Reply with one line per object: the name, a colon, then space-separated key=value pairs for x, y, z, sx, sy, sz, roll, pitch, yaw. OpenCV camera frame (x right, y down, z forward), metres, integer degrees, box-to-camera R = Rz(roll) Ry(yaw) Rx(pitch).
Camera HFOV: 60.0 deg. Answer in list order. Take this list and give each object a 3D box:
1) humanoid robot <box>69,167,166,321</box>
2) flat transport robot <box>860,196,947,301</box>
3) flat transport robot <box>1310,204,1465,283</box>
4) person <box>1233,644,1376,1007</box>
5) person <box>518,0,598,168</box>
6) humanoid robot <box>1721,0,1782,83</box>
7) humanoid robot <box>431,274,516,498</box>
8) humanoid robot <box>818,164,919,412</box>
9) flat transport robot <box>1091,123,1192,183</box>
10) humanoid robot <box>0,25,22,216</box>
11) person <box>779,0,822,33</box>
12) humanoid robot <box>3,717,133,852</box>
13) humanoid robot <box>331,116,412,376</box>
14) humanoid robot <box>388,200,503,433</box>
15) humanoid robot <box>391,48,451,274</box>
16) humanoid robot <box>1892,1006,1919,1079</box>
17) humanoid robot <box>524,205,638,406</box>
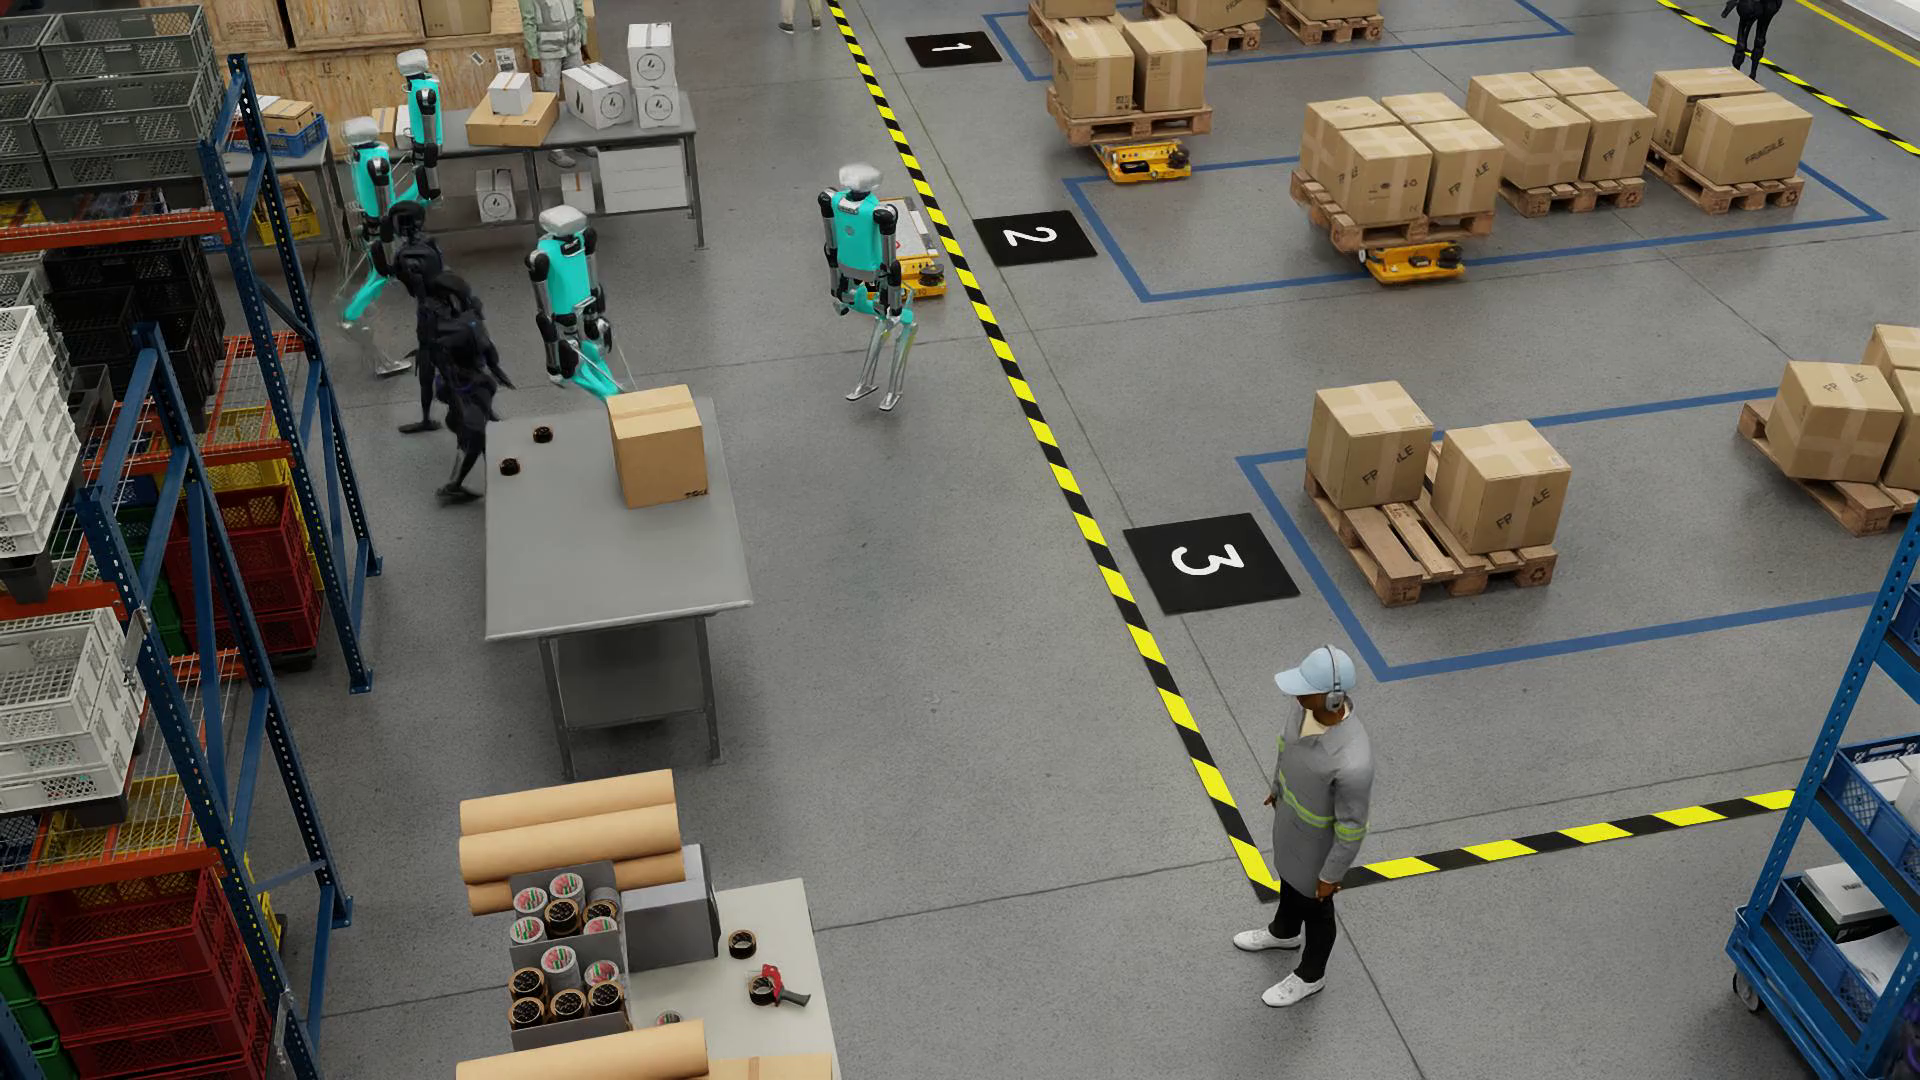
humanoid robot: x=-5.331 y=-1.679 z=10.667 sx=0.760 sy=1.626 sz=0.609 roll=12 pitch=38 yaw=16
flat transport robot: x=-0.570 y=-2.220 z=12.538 sx=0.659 sy=0.231 sz=1.431 roll=-8 pitch=37 yaw=-10
flat transport robot: x=3.259 y=-2.412 z=12.772 sx=0.652 sy=0.197 sz=1.431 roll=-8 pitch=37 yaw=-10
person: x=1.374 y=1.150 z=6.681 sx=0.398 sy=1.850 sz=0.595 roll=-8 pitch=37 yaw=-11
person: x=-3.267 y=-4.013 z=13.552 sx=0.412 sy=1.939 sz=0.602 roll=26 pitch=44 yaw=31
humanoid robot: x=7.166 y=-4.885 z=14.925 sx=0.599 sy=1.659 sz=0.315 roll=-15 pitch=39 yaw=-19
humanoid robot: x=-2.843 y=-0.841 z=9.550 sx=0.637 sy=1.646 sz=0.630 roll=7 pitch=37 yaw=9
humanoid robot: x=-0.483 y=-1.628 z=10.399 sx=0.533 sy=1.677 sz=0.735 roll=20 pitch=41 yaw=25
flat transport robot: x=1.432 y=-3.442 z=14.156 sx=0.652 sy=0.197 sz=1.431 roll=-8 pitch=37 yaw=-10
humanoid robot: x=-7.241 y=-3.220 z=12.744 sx=0.802 sy=1.611 sz=0.610 roll=-8 pitch=37 yaw=-11
person: x=-1.594 y=-5.815 z=16.110 sx=0.574 sy=1.767 sz=0.398 roll=-13 pitch=38 yaw=-16
humanoid robot: x=-4.008 y=0.865 z=7.241 sx=0.812 sy=1.857 sz=0.550 roll=-5 pitch=37 yaw=-6
humanoid robot: x=-3.905 y=-1.773 z=10.809 sx=0.715 sy=1.906 sz=0.542 roll=-18 pitch=40 yaw=-23
humanoid robot: x=-3.206 y=-1.306 z=10.171 sx=0.760 sy=1.638 sz=0.601 roll=-7 pitch=37 yaw=-9
humanoid robot: x=-3.907 y=-2.562 z=11.654 sx=0.735 sy=1.677 sz=0.533 roll=-13 pitch=39 yaw=-17
humanoid robot: x=3.369 y=1.876 z=5.845 sx=0.459 sy=1.645 sz=0.590 roll=19 pitch=41 yaw=24
humanoid robot: x=-2.078 y=-1.073 z=9.783 sx=0.913 sy=1.782 sz=0.561 roll=18 pitch=40 yaw=22
